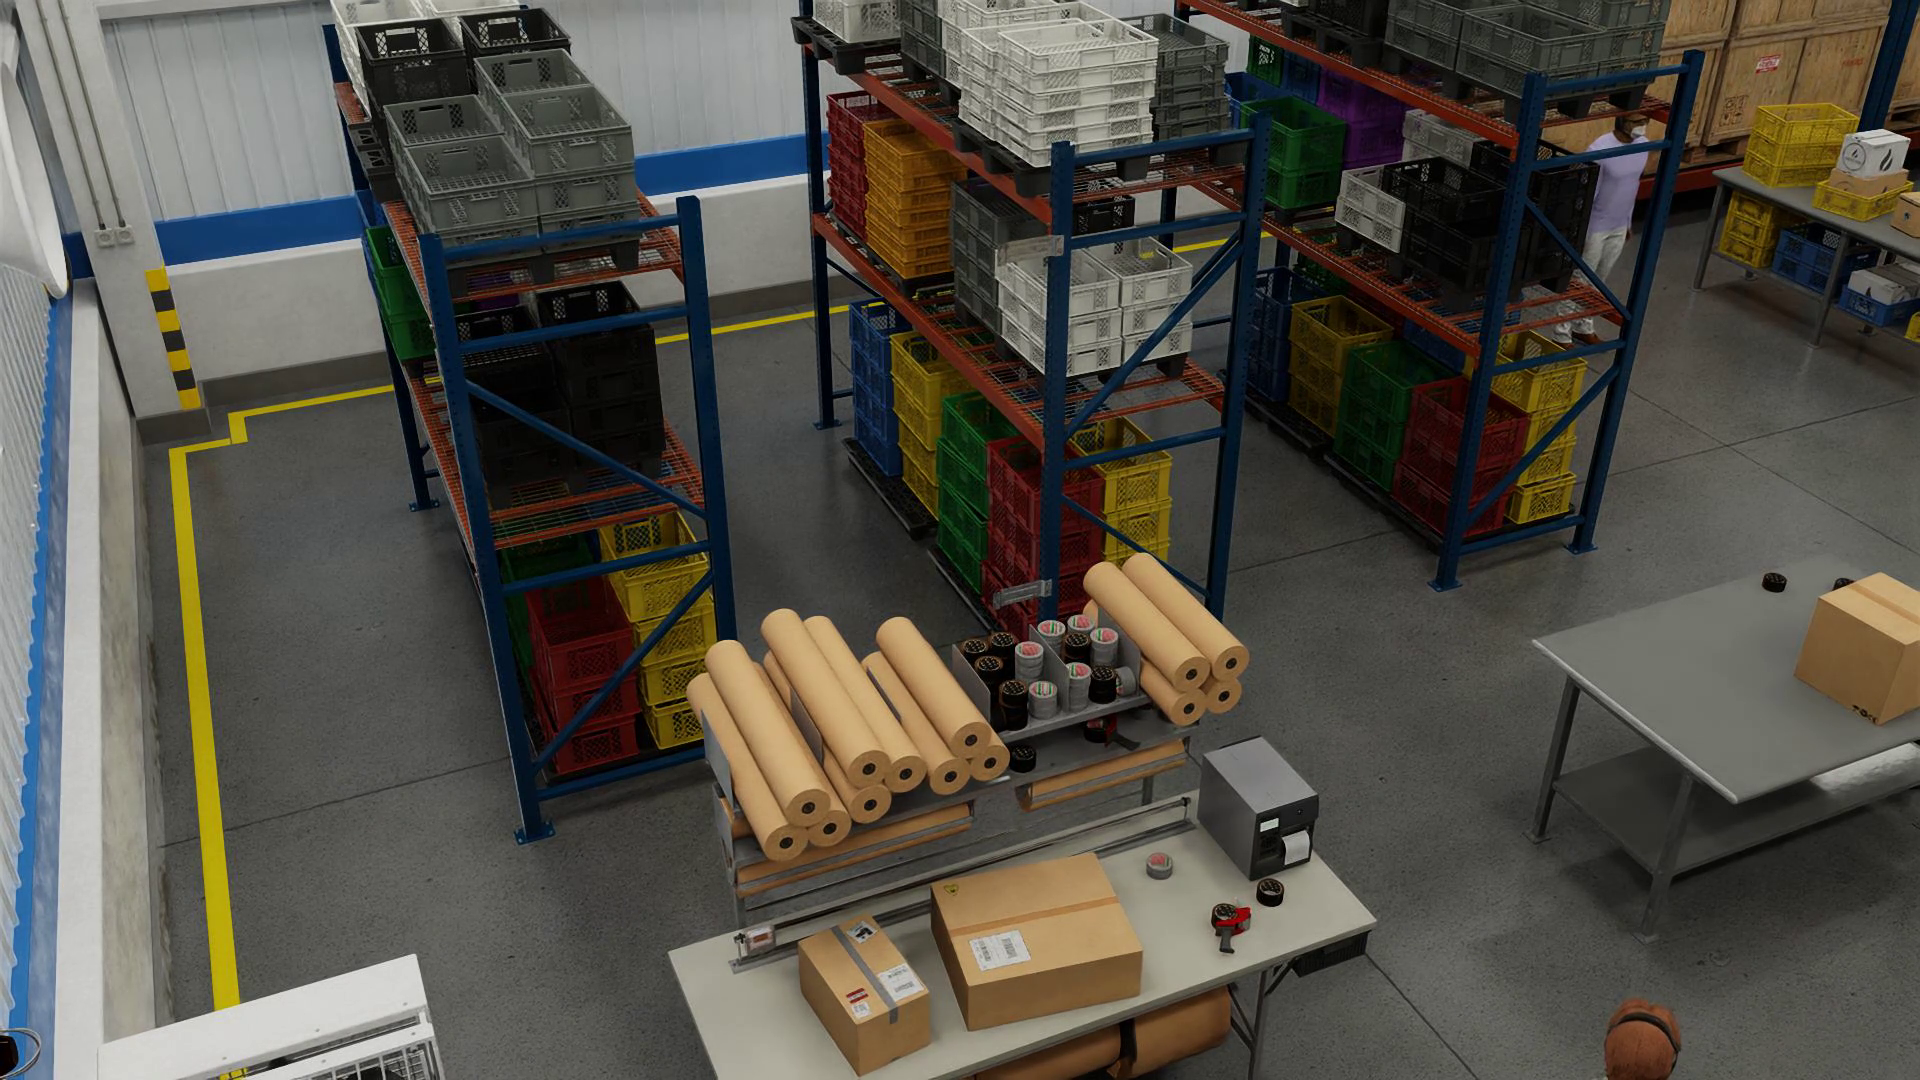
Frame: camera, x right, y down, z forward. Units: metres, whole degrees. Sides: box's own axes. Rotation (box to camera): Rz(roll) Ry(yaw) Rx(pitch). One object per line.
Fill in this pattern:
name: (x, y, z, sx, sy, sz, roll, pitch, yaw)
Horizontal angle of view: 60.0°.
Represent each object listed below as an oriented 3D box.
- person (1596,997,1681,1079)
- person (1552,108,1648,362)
person: (2.007, 2.101, 5.237, 0.517, 1.636, 0.313, 0, 32, 1)
person: (4.653, -2.257, 12.032, 0.627, 1.940, 0.376, -19, 36, -27)
